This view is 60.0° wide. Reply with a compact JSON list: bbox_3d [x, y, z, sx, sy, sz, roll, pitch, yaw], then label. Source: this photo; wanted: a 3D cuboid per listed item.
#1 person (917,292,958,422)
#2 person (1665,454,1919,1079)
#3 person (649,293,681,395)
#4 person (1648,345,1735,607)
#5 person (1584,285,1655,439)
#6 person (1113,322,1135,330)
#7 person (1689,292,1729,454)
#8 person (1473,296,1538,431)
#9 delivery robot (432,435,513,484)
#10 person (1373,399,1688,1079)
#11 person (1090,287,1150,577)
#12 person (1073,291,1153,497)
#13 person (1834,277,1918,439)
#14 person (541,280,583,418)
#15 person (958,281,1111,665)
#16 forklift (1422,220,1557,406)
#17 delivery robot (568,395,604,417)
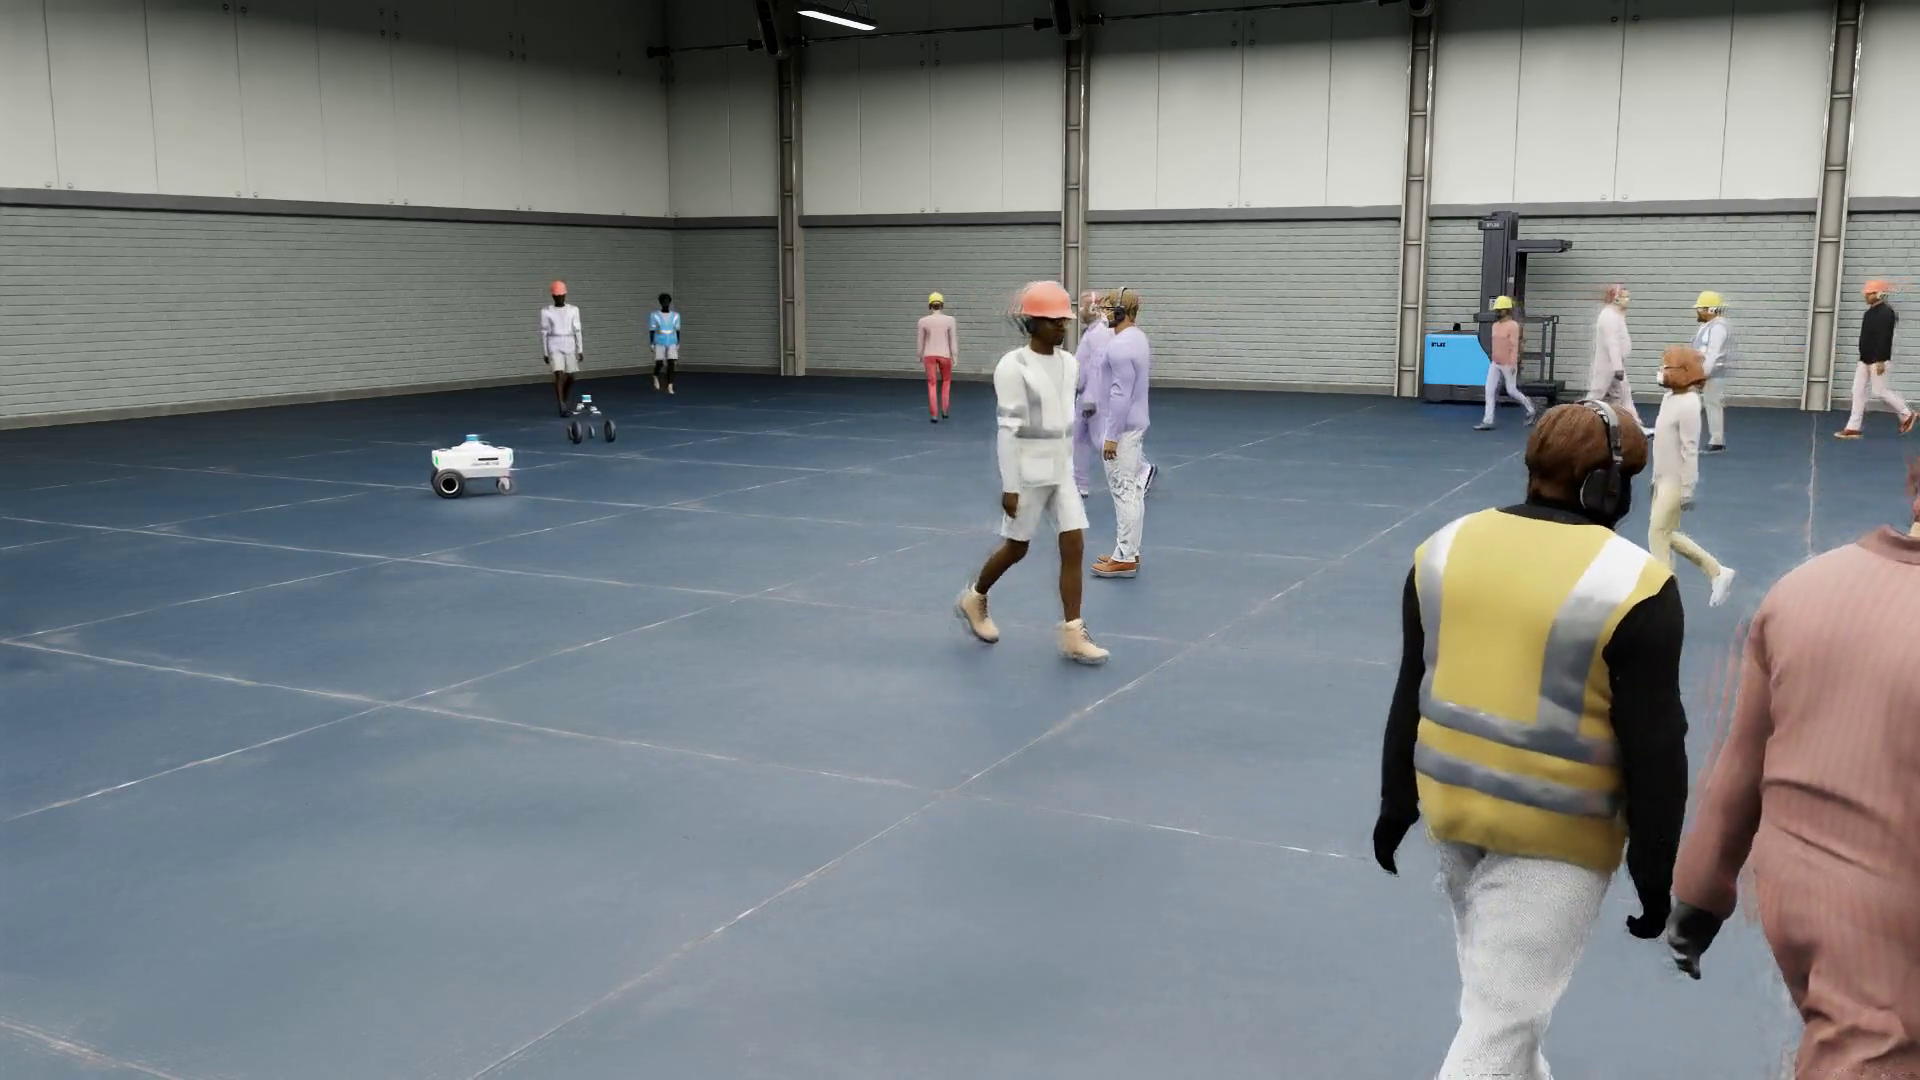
[{"bbox_3d":[-0.313,-2.501,22.734,0.558,1.745,0.643,0,9,-1],"label":"person"},{"bbox_3d":[1.600,0.682,2.872,1.021,1.840,0.679,-3,10,-15],"label":"person"},{"bbox_3d":[-4.920,-3.267,27.691,0.533,1.680,0.474,-4,10,-22],"label":"person"},{"bbox_3d":[4.244,-0.337,9.780,0.607,1.617,0.509,2,9,11],"label":"person"},{"bbox_3d":[7.831,-2.073,19.733,0.982,1.858,0.670,5,10,27],"label":"person"},{"bbox_3d":[2.751,-3.346,28.287,0.524,1.639,0.308,-5,11,-31],"label":"person"},{"bbox_3d":[8.245,-1.866,18.641,0.757,1.808,0.601,1,9,4],"label":"person"},{"bbox_3d":[7.093,-2.291,21.497,0.814,1.734,0.533,-3,10,-20],"label":"person"},{"bbox_3d":[-4.485,-0.727,15.314,0.707,0.478,0.477,-3,10,-21],"label":"delivery robot"},{"bbox_3d":[1.202,0.610,3.516,0.829,1.810,0.642,-6,11,-34],"label":"person"},{"bbox_3d":[1.089,-0.730,11.233,0.372,1.940,0.631,2,10,15],"label":"person"},{"bbox_3d":[1.281,-1.304,14.978,0.831,1.873,0.635,-1,9,-6],"label":"person"},{"bbox_3d":[11.266,-2.220,20.339,0.835,1.974,0.617,0,9,1],"label":"person"},{"bbox_3d":[-5.652,-2.713,23.534,0.553,1.915,0.659,-5,10,-27],"label":"person"},{"bbox_3d":[0.376,-0.376,8.873,0.621,2.006,0.987,-9,13,-43],"label":"person"},{"bbox_3d":[8.245,-3.527,25.720,1.873,2.768,1.129,5,10,27],"label":"forklift"},{"bbox_3d":[-4.511,-1.636,20.107,0.335,0.223,0.698,-5,10,-29],"label":"delivery robot"}]
